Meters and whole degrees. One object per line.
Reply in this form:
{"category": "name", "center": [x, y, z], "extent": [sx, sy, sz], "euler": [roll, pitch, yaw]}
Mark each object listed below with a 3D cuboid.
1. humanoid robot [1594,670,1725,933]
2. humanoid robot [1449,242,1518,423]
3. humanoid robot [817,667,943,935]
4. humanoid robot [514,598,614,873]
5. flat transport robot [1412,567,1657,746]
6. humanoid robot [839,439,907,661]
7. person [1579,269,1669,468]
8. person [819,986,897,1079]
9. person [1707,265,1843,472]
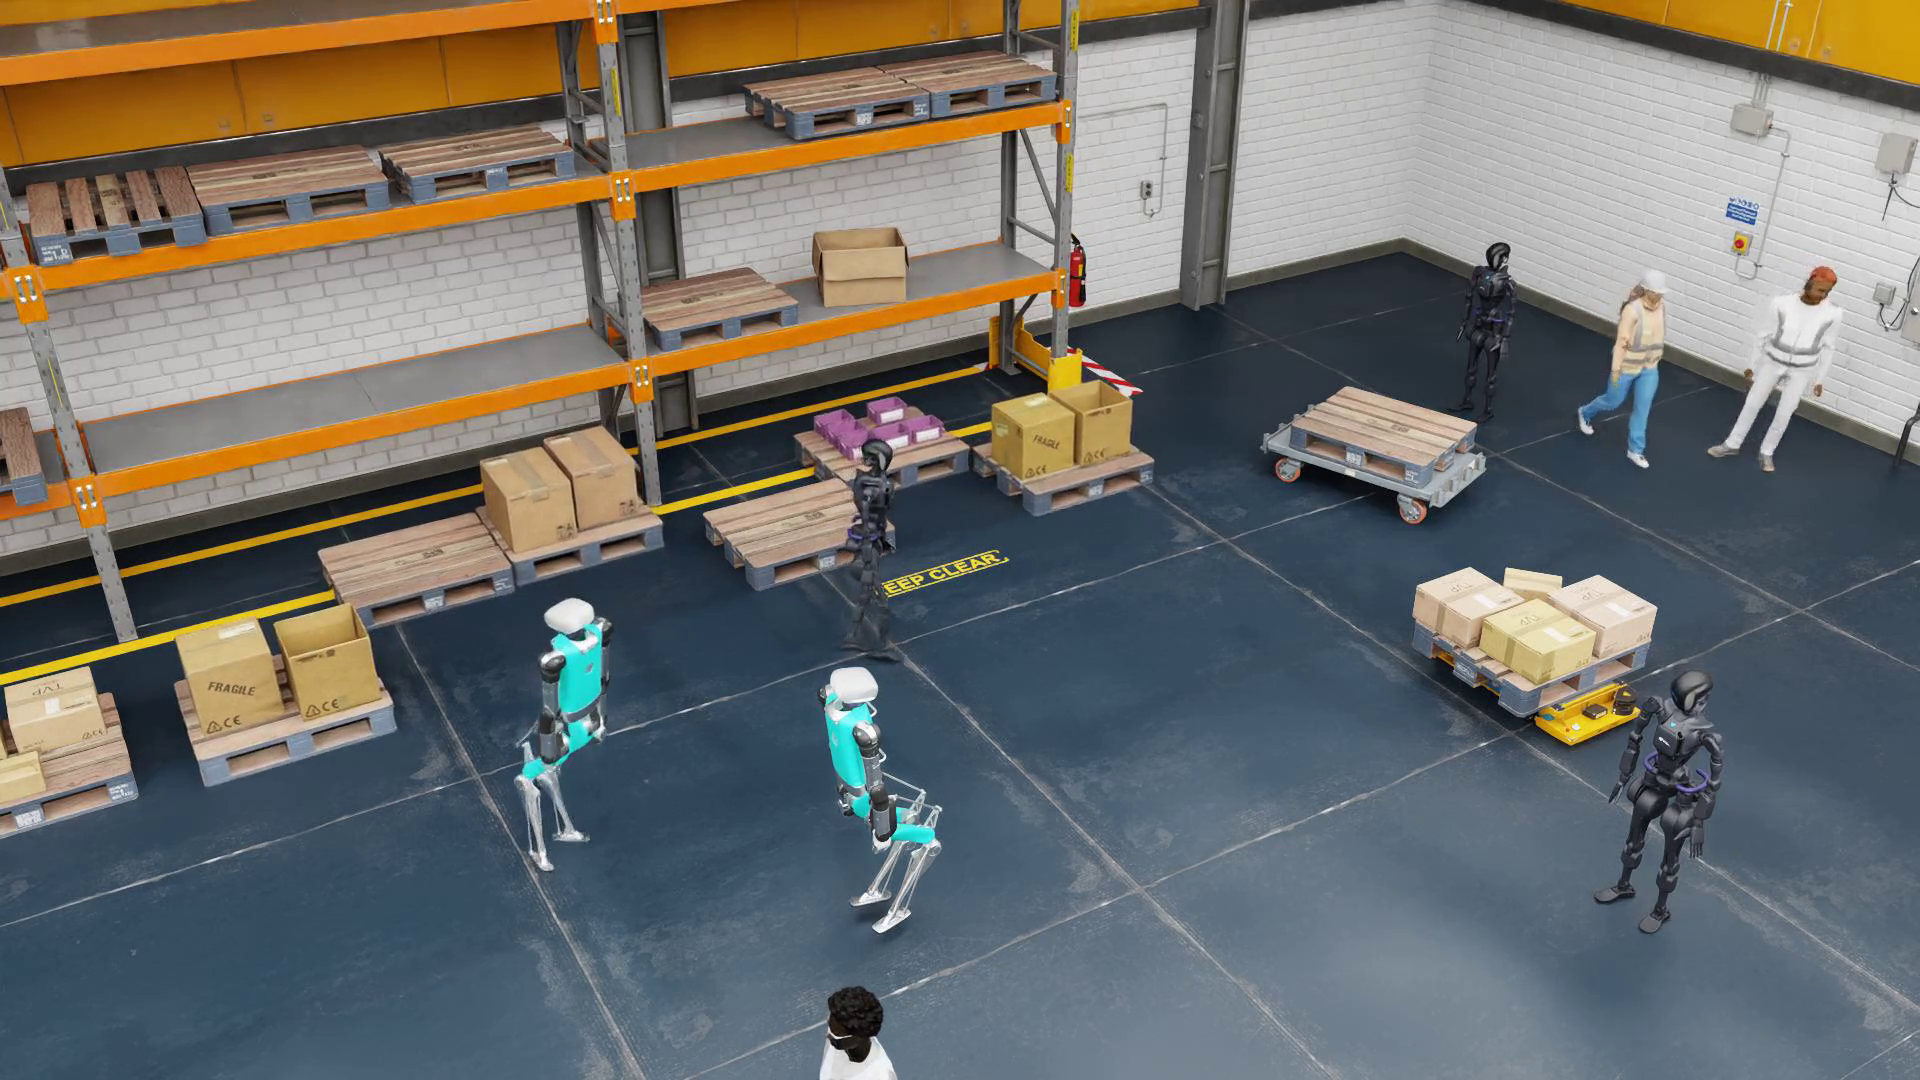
{"category": "humanoid robot", "center": [3.842, 1.405, 9.046], "extent": [0.315, 1.653, 0.599], "euler": [-16, 33, -26]}
{"category": "humanoid robot", "center": [4.702, -1.858, 14.821], "extent": [0.315, 1.653, 0.599], "euler": [-16, 33, -26]}
{"category": "humanoid robot", "center": [-0.359, 1.352, 8.953], "extent": [0.735, 1.677, 0.533], "euler": [-16, 33, -26]}
{"category": "humanoid robot", "center": [-2.357, 1.080, 9.559], "extent": [0.776, 1.750, 0.578], "euler": [15, 33, 25]}
{"category": "flat transport robot", "center": [3.869, 0.890, 11.399], "extent": [0.659, 0.231, 1.431], "euler": [-16, 33, -26]}
{"category": "humanoid robot", "center": [-0.597, 0.066, 11.437], "extent": [0.541, 1.645, 0.589], "euler": [4, 30, 7]}
{"category": "person", "center": [5.737, -1.530, 14.223], "extent": [0.494, 1.702, 0.763], "euler": [-8, 30, -14]}
{"category": "person", "center": [-0.415, 2.538, 7.028], "extent": [0.322, 1.697, 0.531], "euler": [-15, 33, -25]}
{"category": "person", "center": [6.869, -1.450, 13.942], "extent": [0.749, 1.846, 0.345], "euler": [16, 33, 26]}
